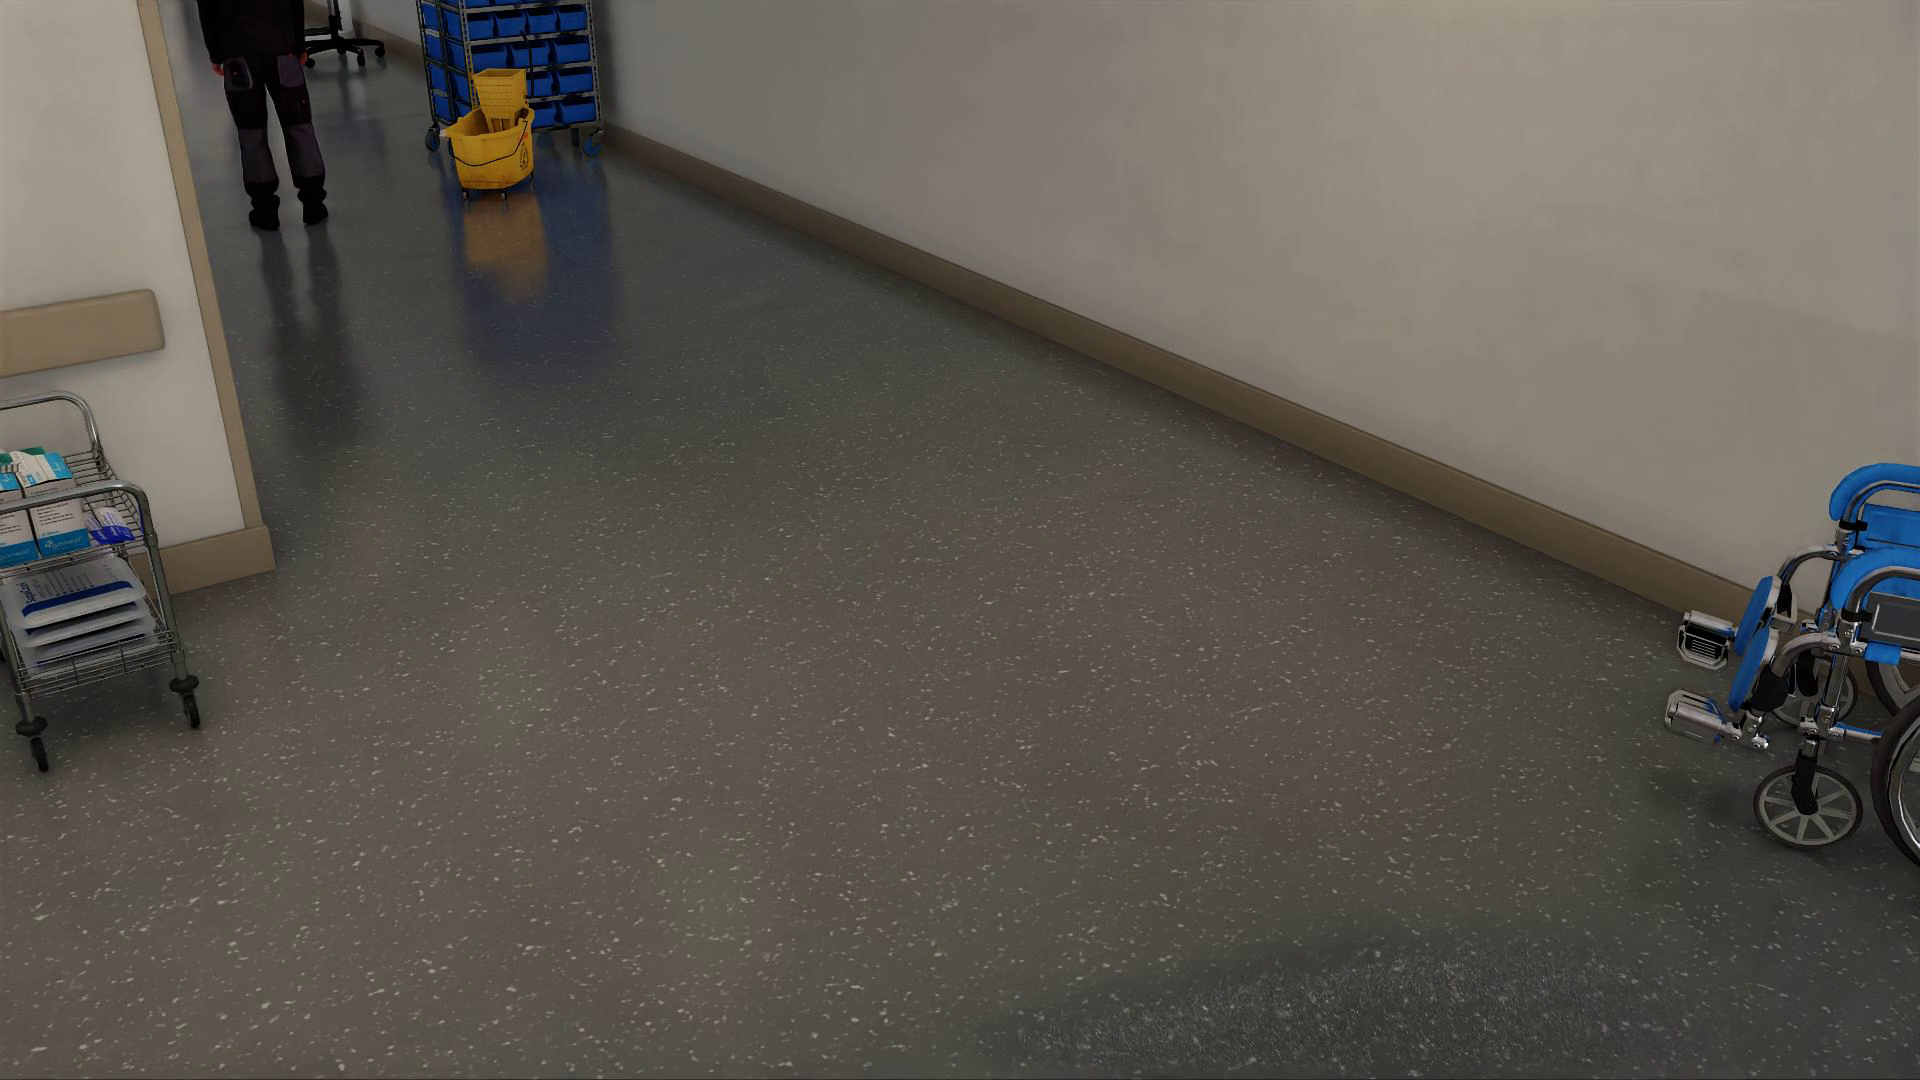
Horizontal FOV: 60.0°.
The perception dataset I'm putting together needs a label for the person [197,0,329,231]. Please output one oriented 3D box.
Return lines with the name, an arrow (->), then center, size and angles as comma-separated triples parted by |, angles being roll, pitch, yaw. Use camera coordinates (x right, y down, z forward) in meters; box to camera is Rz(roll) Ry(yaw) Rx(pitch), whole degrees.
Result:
person -> -3.832, -2.691, 9.076 | 0.556, 1.946, 0.778 | -13, 29, -26
